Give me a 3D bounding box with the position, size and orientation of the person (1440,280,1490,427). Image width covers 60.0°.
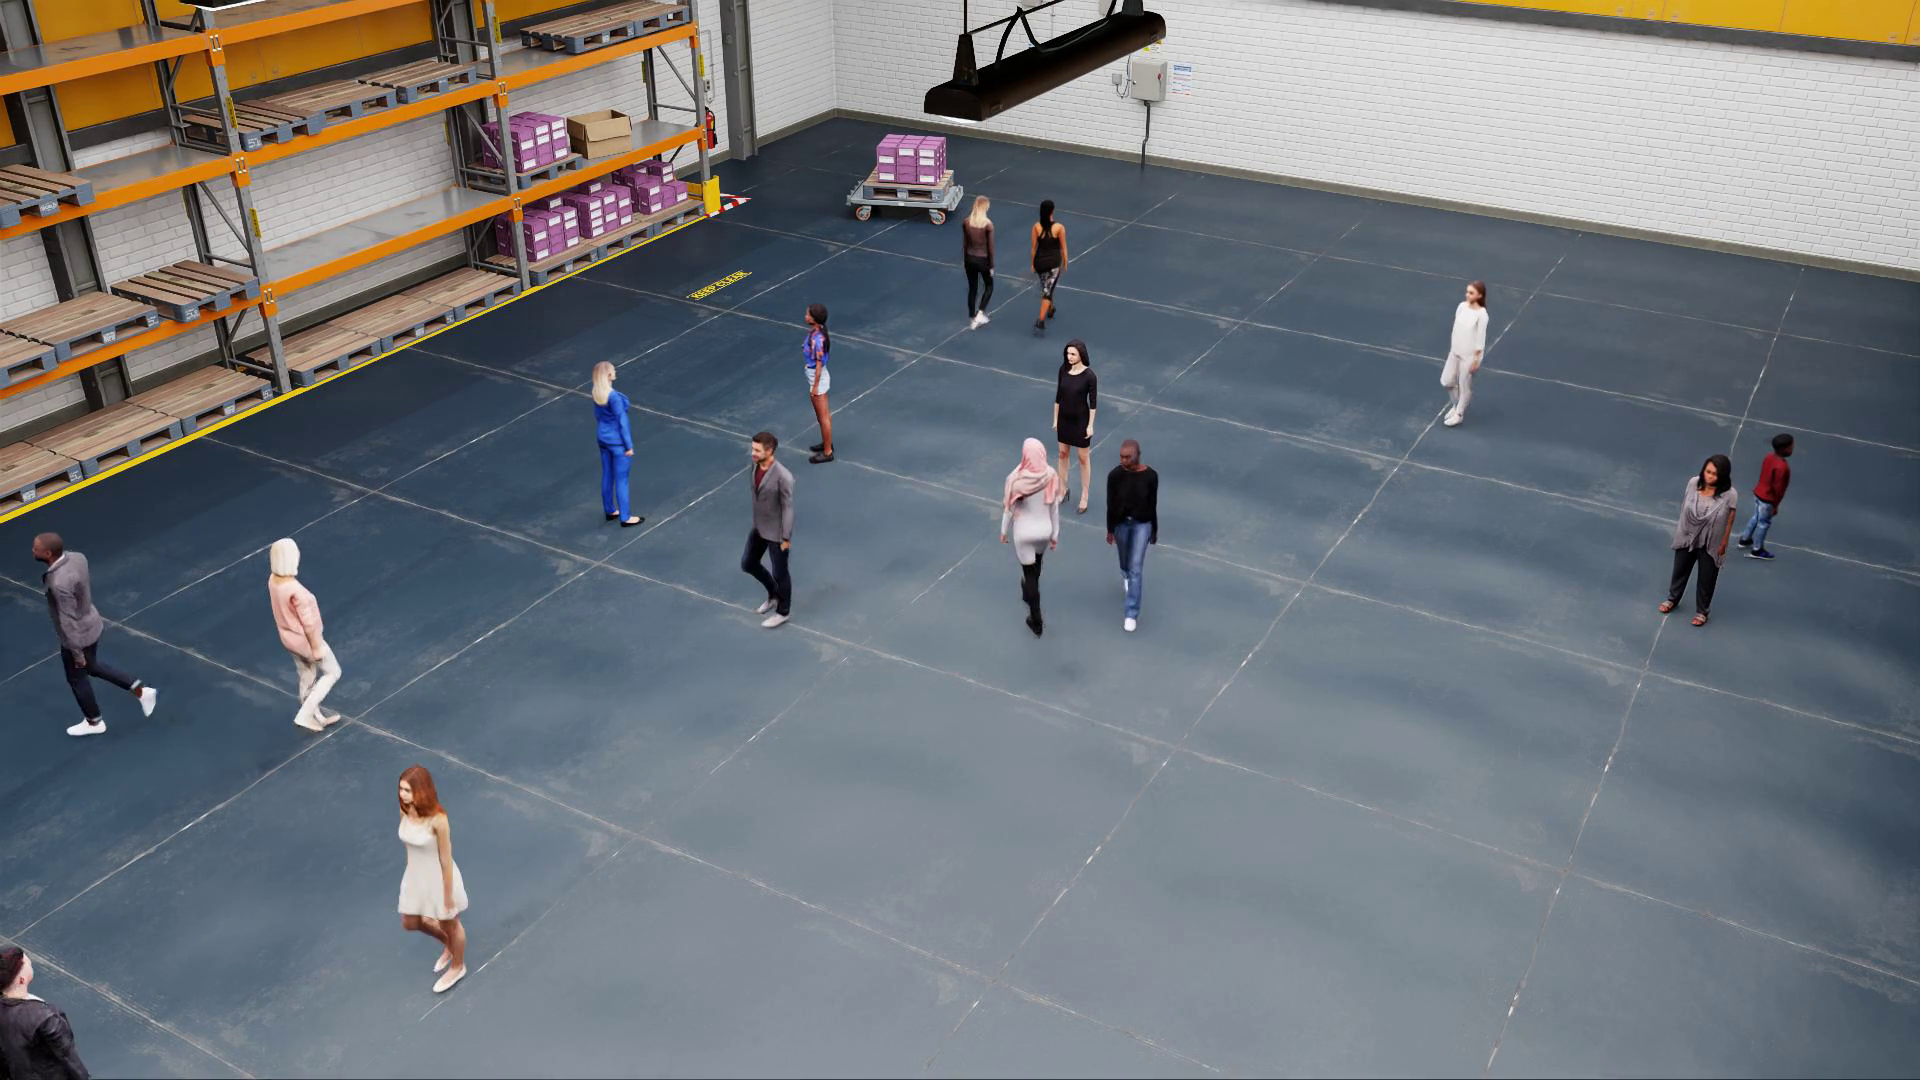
[{"bbox_3d":[5.585,-2.055,18.198,0.733,1.683,0.723,-17,33,-28],"label":"person"}]

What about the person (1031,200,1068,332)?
[{"bbox_3d":[1.085,-3.403,20.731,0.734,1.623,1.147,9,30,16],"label":"person"}]

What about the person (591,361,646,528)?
[{"bbox_3d":[-3.370,-0.938,16.132,0.635,1.700,0.674,-25,37,-37],"label":"person"}]

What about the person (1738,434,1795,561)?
[{"bbox_3d":[7.584,-0.416,15.645,0.659,1.249,0.563,2,29,3],"label":"person"}]

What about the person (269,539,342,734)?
[{"bbox_3d":[-5.183,0.801,12.924,0.656,1.718,0.693,22,35,34],"label":"person"}]

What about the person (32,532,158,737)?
[{"bbox_3d":[-6.773,0.727,12.975,1.083,1.801,1.041,-5,29,-9],"label":"person"}]

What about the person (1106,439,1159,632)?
[{"bbox_3d":[1.506,-0.148,14.678,0.944,1.704,1.251,3,29,5],"label":"person"}]

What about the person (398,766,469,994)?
[{"bbox_3d":[-3.283,2.095,10.564,0.552,1.707,0.608,16,32,27],"label":"person"}]

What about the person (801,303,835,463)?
[{"bbox_3d":[-1.475,-1.657,17.406,0.728,1.742,0.622,-1,29,-2],"label":"person"}]

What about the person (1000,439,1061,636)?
[{"bbox_3d":[0.652,-0.001,14.332,1.037,1.779,1.086,-8,30,-14],"label":"person"}]

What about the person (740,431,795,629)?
[{"bbox_3d":[-1.584,-0.125,14.470,0.736,1.865,0.771,-25,37,-38],"label":"person"}]

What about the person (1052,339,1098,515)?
[{"bbox_3d":[1.132,-1.127,16.369,0.619,1.805,0.507,19,34,31],"label":"person"}]

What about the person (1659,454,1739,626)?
[{"bbox_3d":[6.521,-0.040,14.587,0.753,1.603,0.716,-24,37,-37],"label":"person"}]

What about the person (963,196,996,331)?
[{"bbox_3d":[0.189,-3.416,20.682,0.637,1.693,0.563,14,32,24],"label":"person"}]
